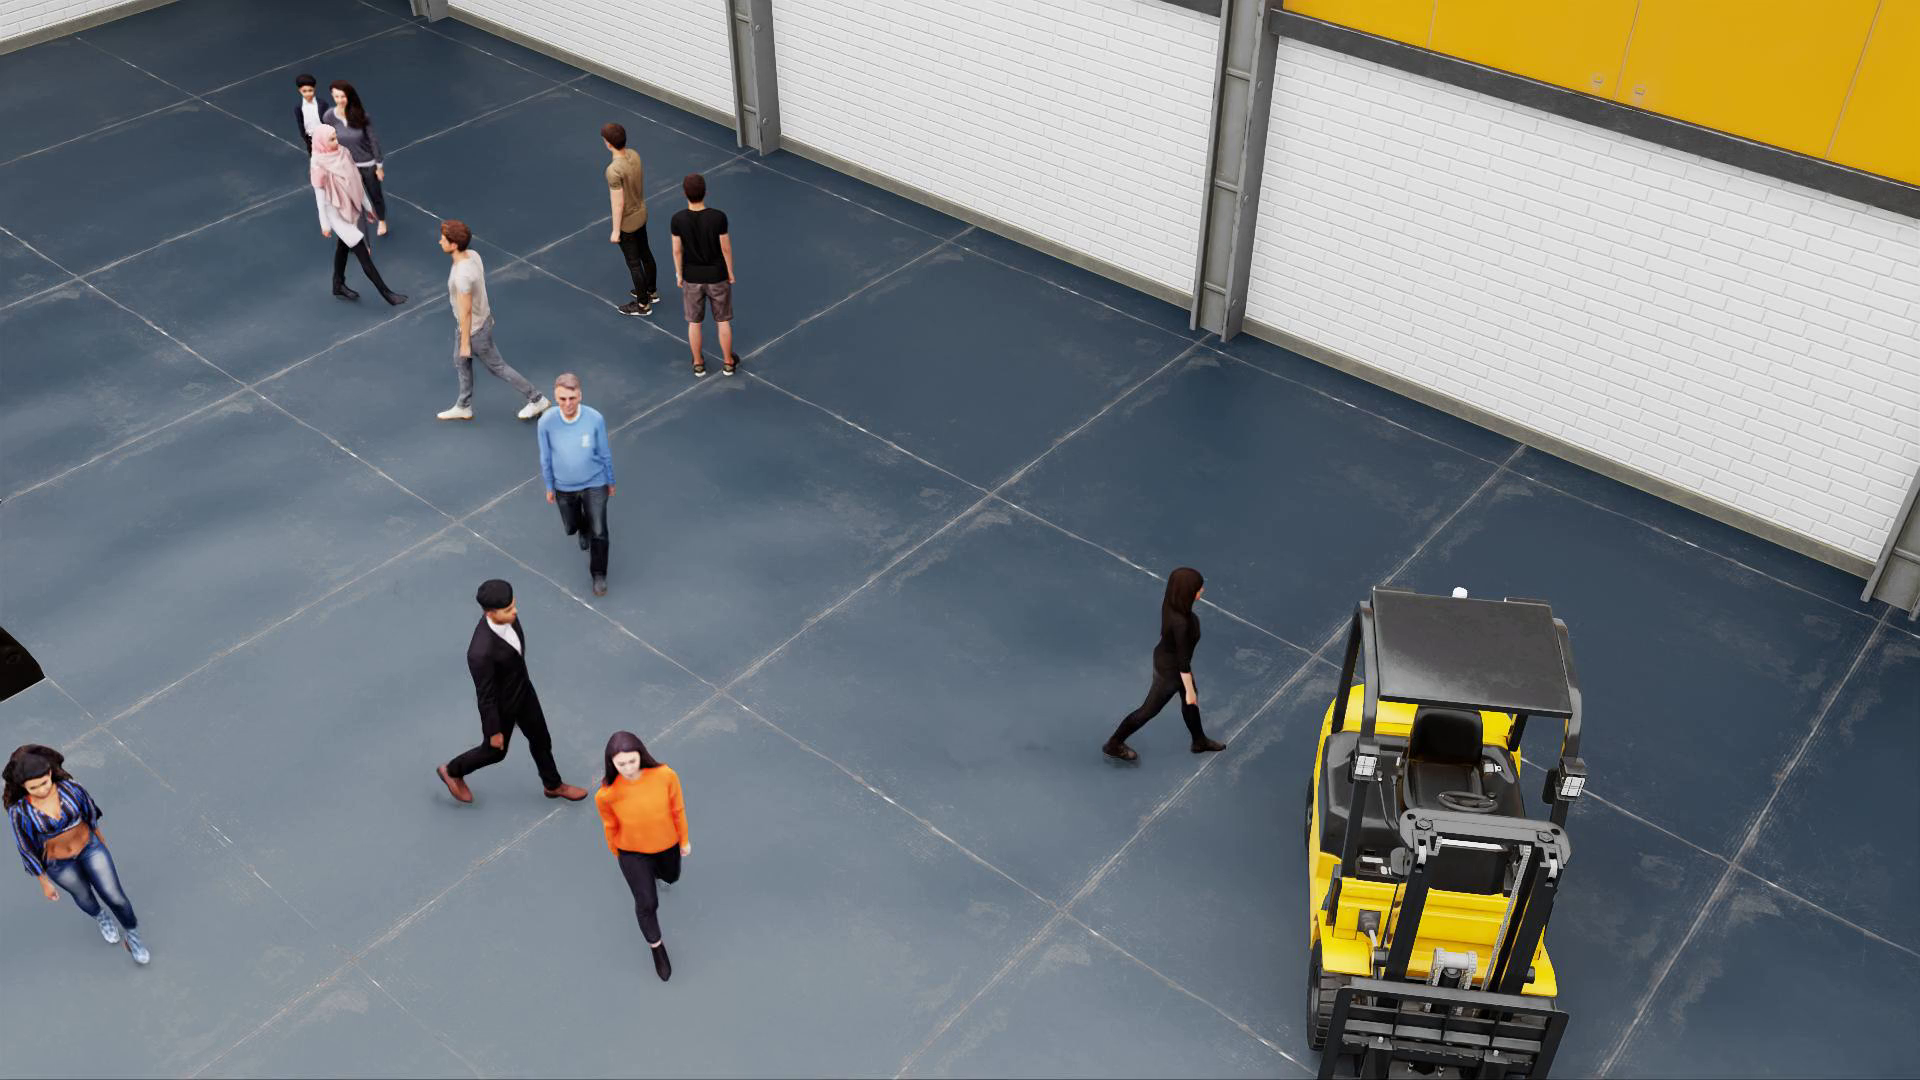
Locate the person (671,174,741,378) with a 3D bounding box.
[{"bbox_3d":[-2.200,-2.265,14.320,0.720,1.856,0.784,-3,39,-4],"label":"person"}]

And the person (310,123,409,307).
[{"bbox_3d":[-5.738,-2.963,15.269,1.209,1.762,0.919,12,40,15],"label":"person"}]

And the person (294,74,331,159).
[{"bbox_3d":[-6.720,-4.296,17.377,0.603,1.215,0.647,-11,40,-13],"label":"person"}]

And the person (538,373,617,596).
[{"bbox_3d":[-2.771,-0.478,12.120,0.982,1.808,1.054,-5,39,-6],"label":"person"}]

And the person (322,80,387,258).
[{"bbox_3d":[-5.830,-3.657,16.173,1.052,1.718,1.194,-8,39,-10],"label":"person"}]

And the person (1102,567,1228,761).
[{"bbox_3d":[1.267,0.840,10.636,1.134,1.601,1.019,0,39,0],"label":"person"}]

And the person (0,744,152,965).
[{"bbox_3d":[-5.084,1.762,9.481,0.692,1.603,0.779,-27,46,-30],"label":"person"}]

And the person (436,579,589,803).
[{"bbox_3d":[-2.905,0.969,10.283,1.314,1.840,1.109,7,39,8],"label":"person"}]

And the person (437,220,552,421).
[{"bbox_3d":[-3.888,-1.747,13.670,1.212,1.859,1.211,-6,39,-8],"label":"person"}]

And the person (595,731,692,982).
[{"bbox_3d":[-1.785,1.682,9.482,0.921,1.726,1.139,-14,41,-17],"label":"person"}]

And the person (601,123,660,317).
[{"bbox_3d":[-3.002,-2.928,15.156,0.698,1.849,0.733,10,40,13],"label":"person"}]
